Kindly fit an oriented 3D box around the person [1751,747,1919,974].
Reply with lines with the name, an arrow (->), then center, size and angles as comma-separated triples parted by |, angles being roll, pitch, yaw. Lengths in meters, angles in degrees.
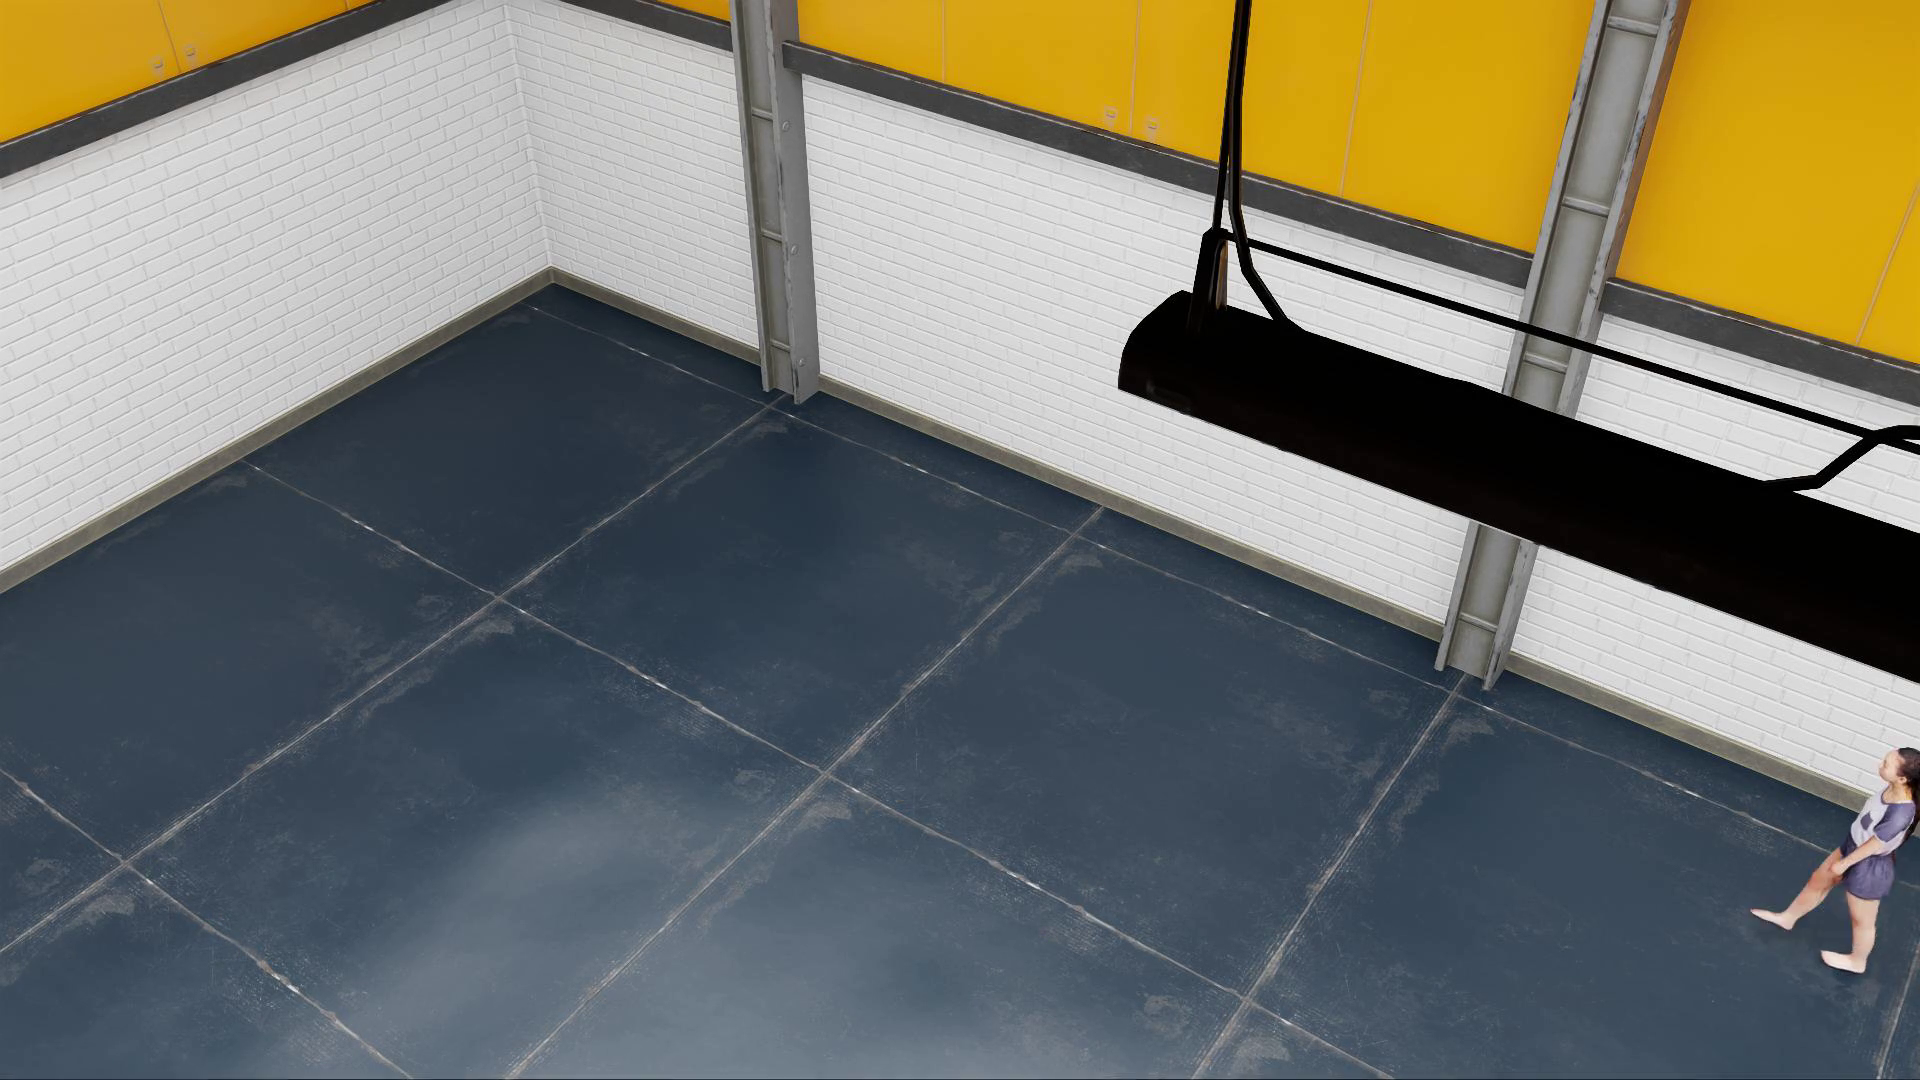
person -> 4.984, 1.771, 8.952 | 0.890, 1.627, 0.663 | 17, 42, 20
